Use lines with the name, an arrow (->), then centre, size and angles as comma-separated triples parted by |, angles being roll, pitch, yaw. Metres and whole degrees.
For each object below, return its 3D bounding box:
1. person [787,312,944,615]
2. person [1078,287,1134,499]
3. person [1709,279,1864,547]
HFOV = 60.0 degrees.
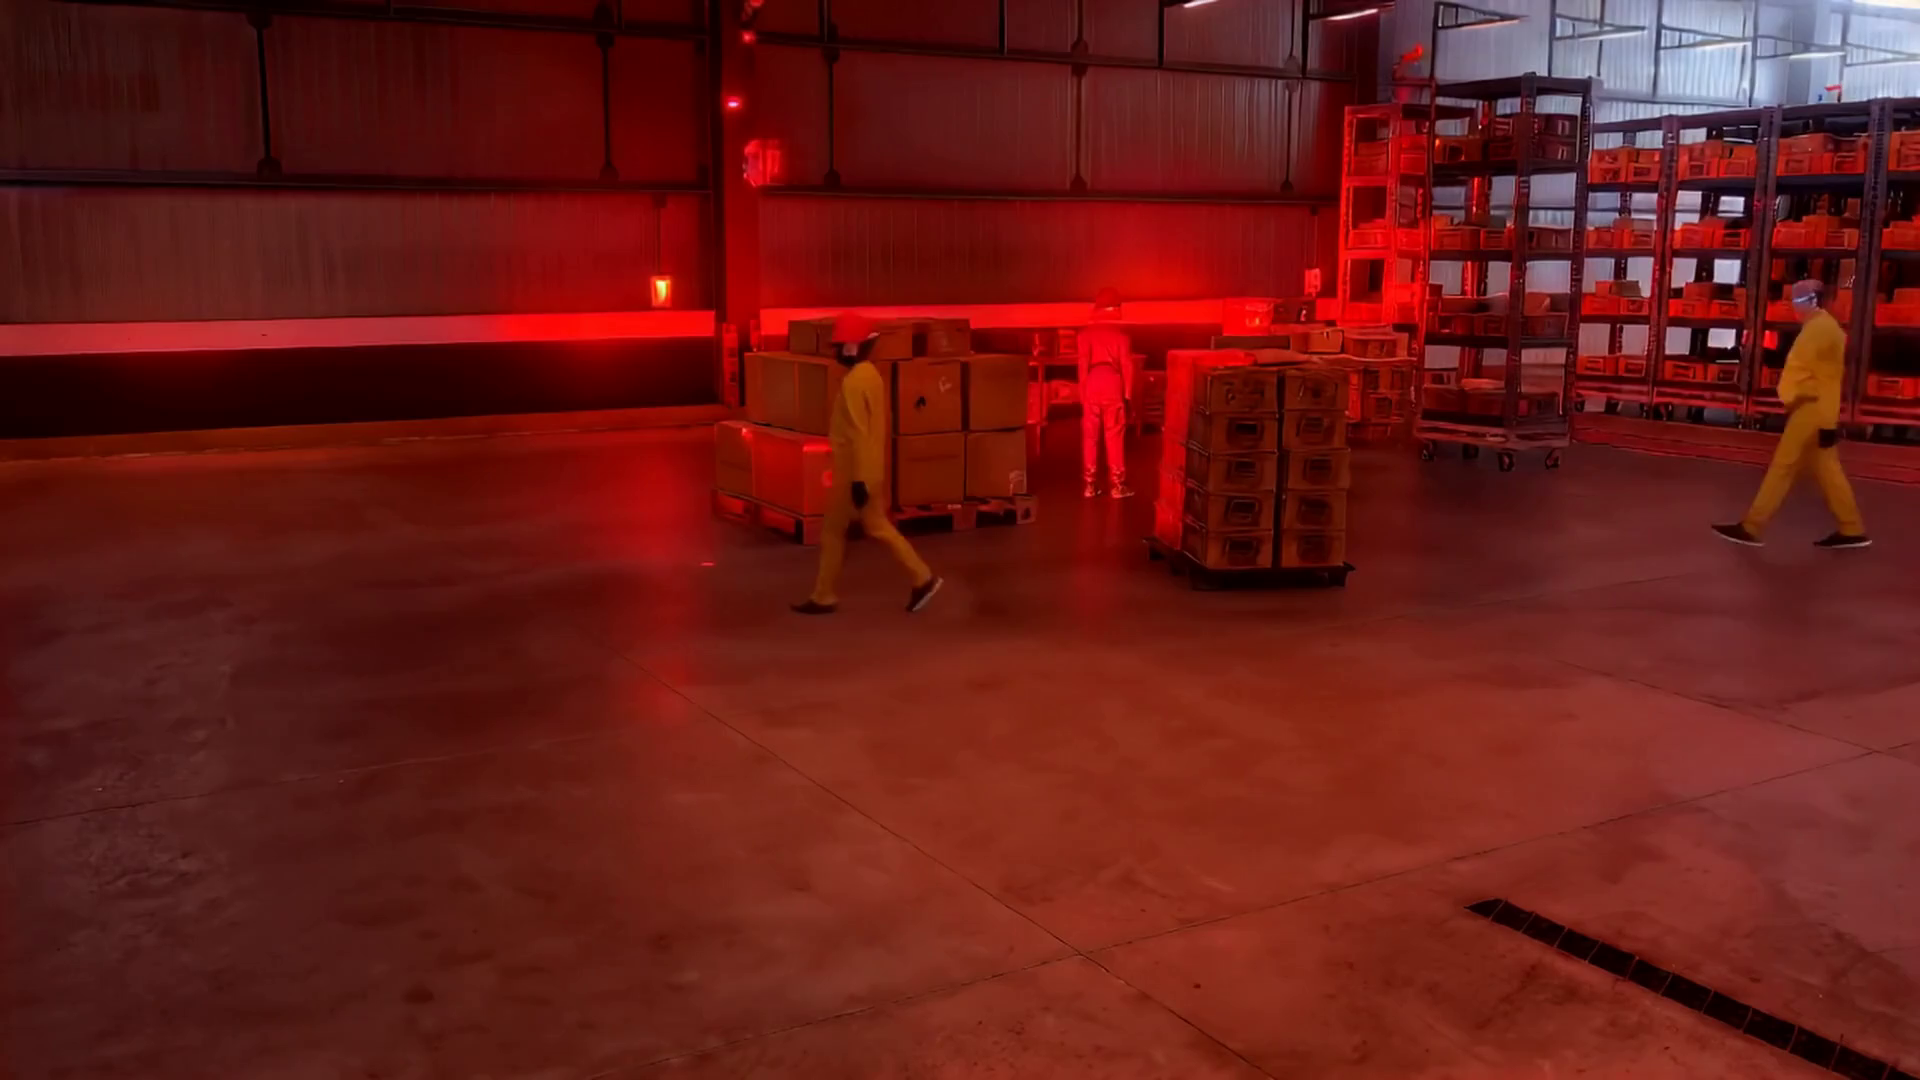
person -> -0.520, -0.414, 9.309 | 0.840, 1.719, 0.573 | 2, 10, 9
person -> 1.214, -1.214, 13.763 | 0.483, 1.745, 0.306 | 6, 12, 32
person -> 5.793, -0.856, 11.453 | 1.012, 1.851, 0.664 | 4, 11, 21
